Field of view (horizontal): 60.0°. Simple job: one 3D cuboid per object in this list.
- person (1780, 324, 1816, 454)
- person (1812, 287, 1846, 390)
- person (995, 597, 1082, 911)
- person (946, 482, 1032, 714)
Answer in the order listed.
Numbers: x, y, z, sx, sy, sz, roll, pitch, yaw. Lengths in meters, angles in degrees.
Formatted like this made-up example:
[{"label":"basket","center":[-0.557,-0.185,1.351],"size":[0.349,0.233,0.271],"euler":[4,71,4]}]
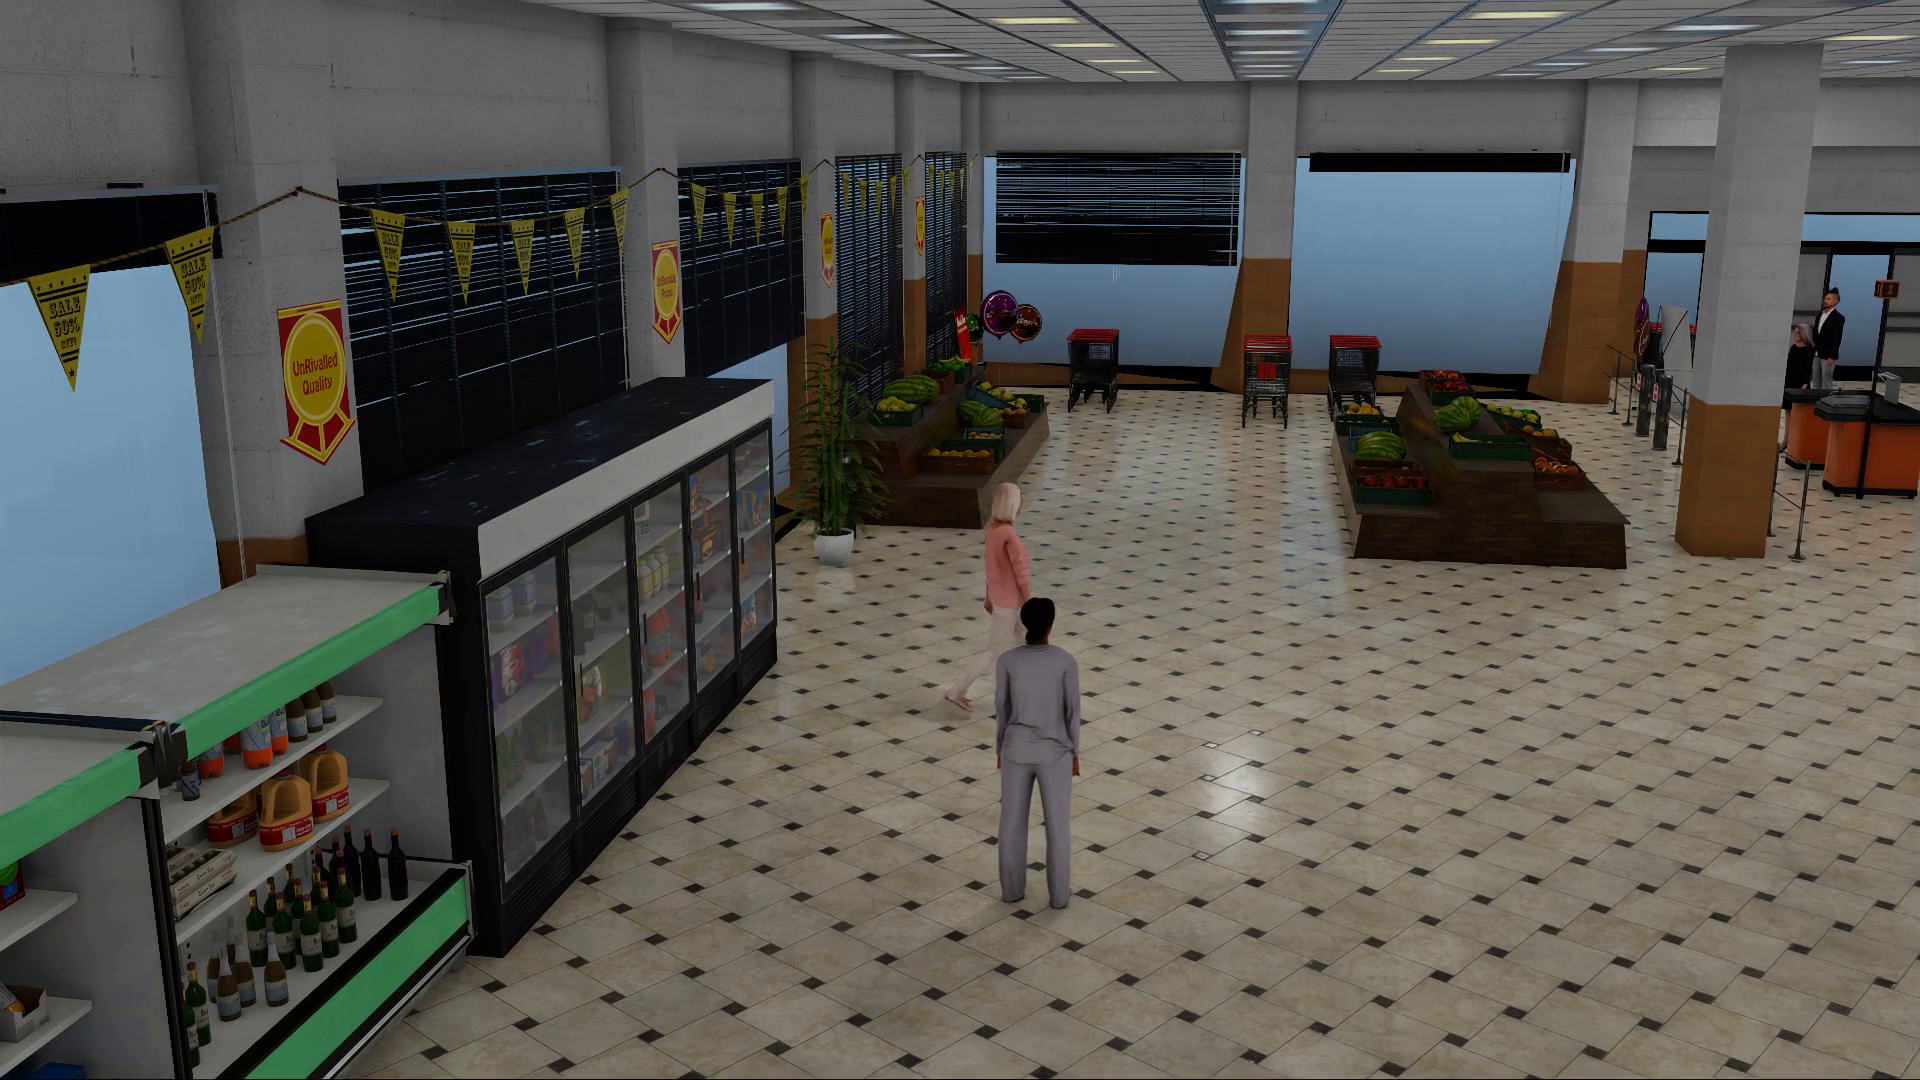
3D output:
[{"label":"person","center":[11.104,-2.003,22.106],"size":[0.748,1.746,0.631],"euler":[-3,14,-13]},{"label":"person","center":[13.091,-2.847,25.149],"size":[0.847,1.950,0.693],"euler":[-3,14,-13]},{"label":"person","center":[0.419,1.159,9.094],"size":[0.640,1.733,0.555],"euler":[4,14,14]},{"label":"person","center":[0.261,0.456,12.094],"size":[1.035,1.685,1.155],"euler":[-5,14,-18]}]
